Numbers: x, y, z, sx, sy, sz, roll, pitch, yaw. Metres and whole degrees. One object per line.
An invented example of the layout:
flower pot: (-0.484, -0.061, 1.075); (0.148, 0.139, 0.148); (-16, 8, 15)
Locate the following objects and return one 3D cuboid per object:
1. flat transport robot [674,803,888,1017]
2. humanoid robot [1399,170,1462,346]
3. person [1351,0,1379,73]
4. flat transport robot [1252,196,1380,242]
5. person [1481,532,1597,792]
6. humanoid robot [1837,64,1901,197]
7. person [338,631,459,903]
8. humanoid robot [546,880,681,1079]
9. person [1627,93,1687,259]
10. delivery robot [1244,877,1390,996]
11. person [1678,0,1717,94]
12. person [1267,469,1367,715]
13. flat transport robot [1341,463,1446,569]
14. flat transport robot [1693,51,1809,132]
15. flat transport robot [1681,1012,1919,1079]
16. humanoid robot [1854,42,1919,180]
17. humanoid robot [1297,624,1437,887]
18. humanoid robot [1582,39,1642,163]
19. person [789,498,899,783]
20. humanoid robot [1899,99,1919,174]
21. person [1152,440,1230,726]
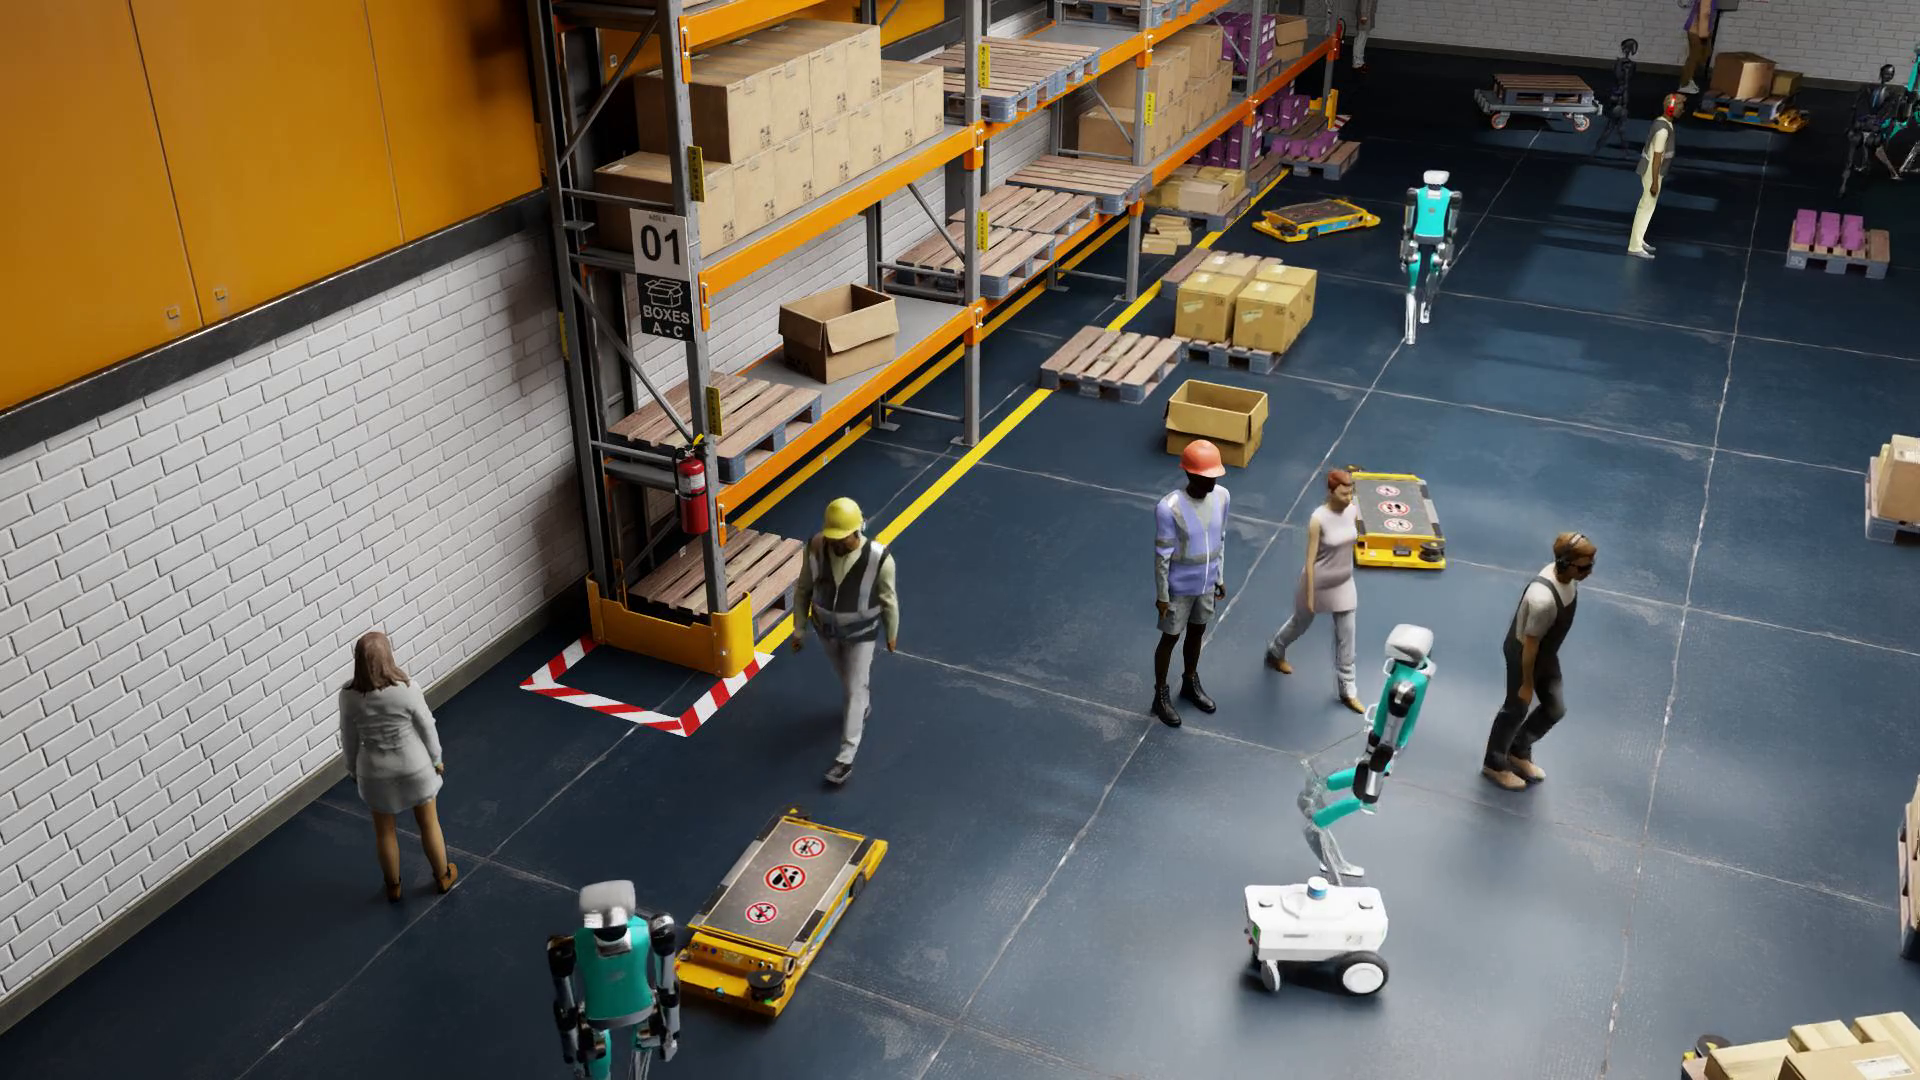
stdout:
flat transport robot: (-0.974, 1.978, 9.060); (0.659, 0.231, 1.431); (10, 30, 19)
humanoid robot: (4.657, -2.908, 16.591); (0.531, 1.768, 0.962); (8, 29, 14)
person: (6.573, -8.502, 26.849); (0.365, 1.832, 0.503); (14, 31, 24)
flat transport robot: (4.245, -3.816, 19.804); (1.431, 0.231, 0.659); (-15, 32, -26)
person: (3.376, 0.721, 9.763); (0.470, 1.814, 0.525); (24, 36, 37)
humanoid robot: (11.366, -5.136, 20.835); (0.599, 1.617, 0.827); (23, 36, 35)
person: (-3.052, 1.220, 8.997); (0.496, 1.659, 0.336); (-6, 29, -12)
humanoid robot: (-1.523, 2.068, 7.364); (0.540, 1.747, 0.909); (-9, 30, -16)
person: (7.781, -4.096, 18.675); (0.379, 1.836, 0.562); (11, 30, 20)
delivery robot: (1.865, 2.027, 8.666); (0.764, 0.592, 0.522); (1, 28, 1)
person: (11.358, -7.813, 25.489); (0.482, 1.909, 0.556); (16, 32, 26)
person: (2.362, 0.269, 10.800); (0.444, 1.621, 0.838); (-13, 31, -22)
flat transport robot: (3.384, -0.194, 13.087); (0.659, 0.231, 1.431); (3, 28, 5)
flat transport robot: (11.523, -6.198, 24.221); (1.431, 0.231, 0.659); (22, 35, 35)
flat transport robot: (3.966, 2.804, 7.529); (0.659, 0.231, 1.431); (-5, 29, -9)
humanoid robot: (12.020, -5.555, 21.533); (0.837, 1.797, 0.553); (15, 32, 26)
humanoid robot: (2.085, 1.205, 8.942); (0.753, 1.786, 0.542); (12, 31, 21)
humanoid robot: (8.791, -5.804, 22.047); (0.795, 1.621, 0.601); (5, 29, 9)
person: (-0.706, 0.544, 10.138); (0.613, 1.780, 0.922); (10, 30, 18)
humanoid robot: (12.674, -5.600, 21.568); (0.672, 1.799, 0.551); (-10, 30, -18)
person: (1.462, 0.260, 10.486); (0.544, 1.942, 0.352); (-16, 32, -28)
